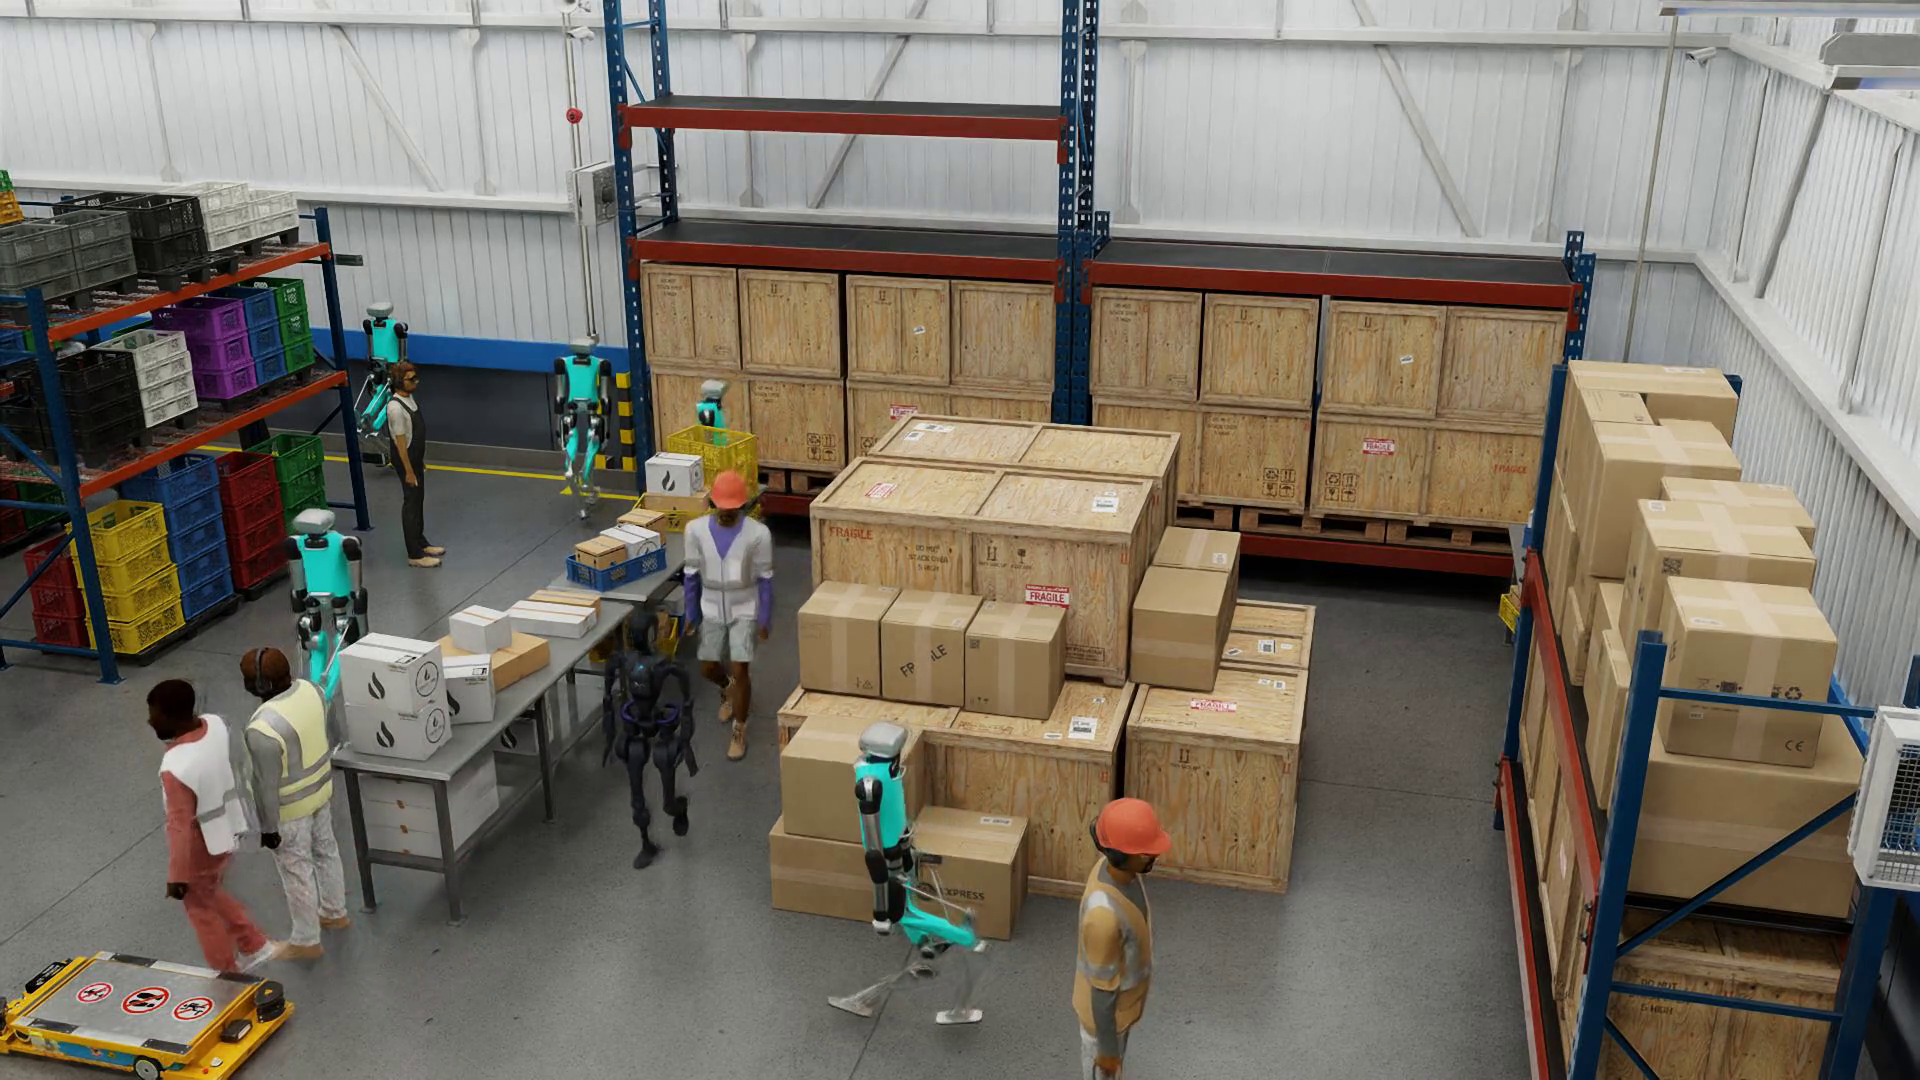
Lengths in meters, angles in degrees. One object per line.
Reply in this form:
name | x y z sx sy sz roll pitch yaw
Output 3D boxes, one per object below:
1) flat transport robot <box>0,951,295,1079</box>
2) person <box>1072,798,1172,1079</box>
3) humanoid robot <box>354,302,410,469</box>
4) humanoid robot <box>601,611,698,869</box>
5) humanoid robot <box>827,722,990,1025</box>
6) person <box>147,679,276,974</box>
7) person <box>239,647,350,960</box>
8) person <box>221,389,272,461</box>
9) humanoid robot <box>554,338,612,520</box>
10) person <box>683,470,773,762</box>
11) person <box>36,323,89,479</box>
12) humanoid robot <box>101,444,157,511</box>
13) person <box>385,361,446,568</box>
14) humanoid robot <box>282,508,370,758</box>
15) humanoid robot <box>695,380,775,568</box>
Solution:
flat transport robot | -4.270 2.464 8.601 1.431 0.231 0.659 5 22 13
person | 0.692 2.028 7.257 0.389 2.044 0.607 5 21 13
humanoid robot | -5.901 -1.520 16.783 0.533 1.673 0.735 10 23 24
humanoid robot | -1.857 1.156 10.050 0.600 1.636 0.487 3 21 7
humanoid robot | -0.177 1.761 8.419 1.040 1.740 0.562 3 21 9
person | -3.961 1.570 8.649 0.462 1.893 0.625 -1 21 -4
person | -3.665 1.430 9.118 0.429 1.837 0.622 3 21 8
person | -7.261 -1.535 16.818 0.328 1.872 0.508 11 23 26
humanoid robot | -3.526 -0.978 15.545 0.557 1.733 1.004 -2 21 -4
person | -1.575 0.479 11.347 0.626 2.020 0.634 3 21 7
person | -8.873 -1.406 16.688 0.536 1.720 0.422 -15 26 -34
humanoid robot | -7.416 -0.603 14.685 0.601 1.636 0.692 8 22 20
person | -4.798 -0.667 14.583 0.346 1.846 0.506 -3 21 -8
humanoid robot | -4.274 0.711 11.154 0.545 1.778 0.895 2 21 6
humanoid robot | -1.843 -0.479 14.348 0.791 1.833 0.561 -1 21 -2
